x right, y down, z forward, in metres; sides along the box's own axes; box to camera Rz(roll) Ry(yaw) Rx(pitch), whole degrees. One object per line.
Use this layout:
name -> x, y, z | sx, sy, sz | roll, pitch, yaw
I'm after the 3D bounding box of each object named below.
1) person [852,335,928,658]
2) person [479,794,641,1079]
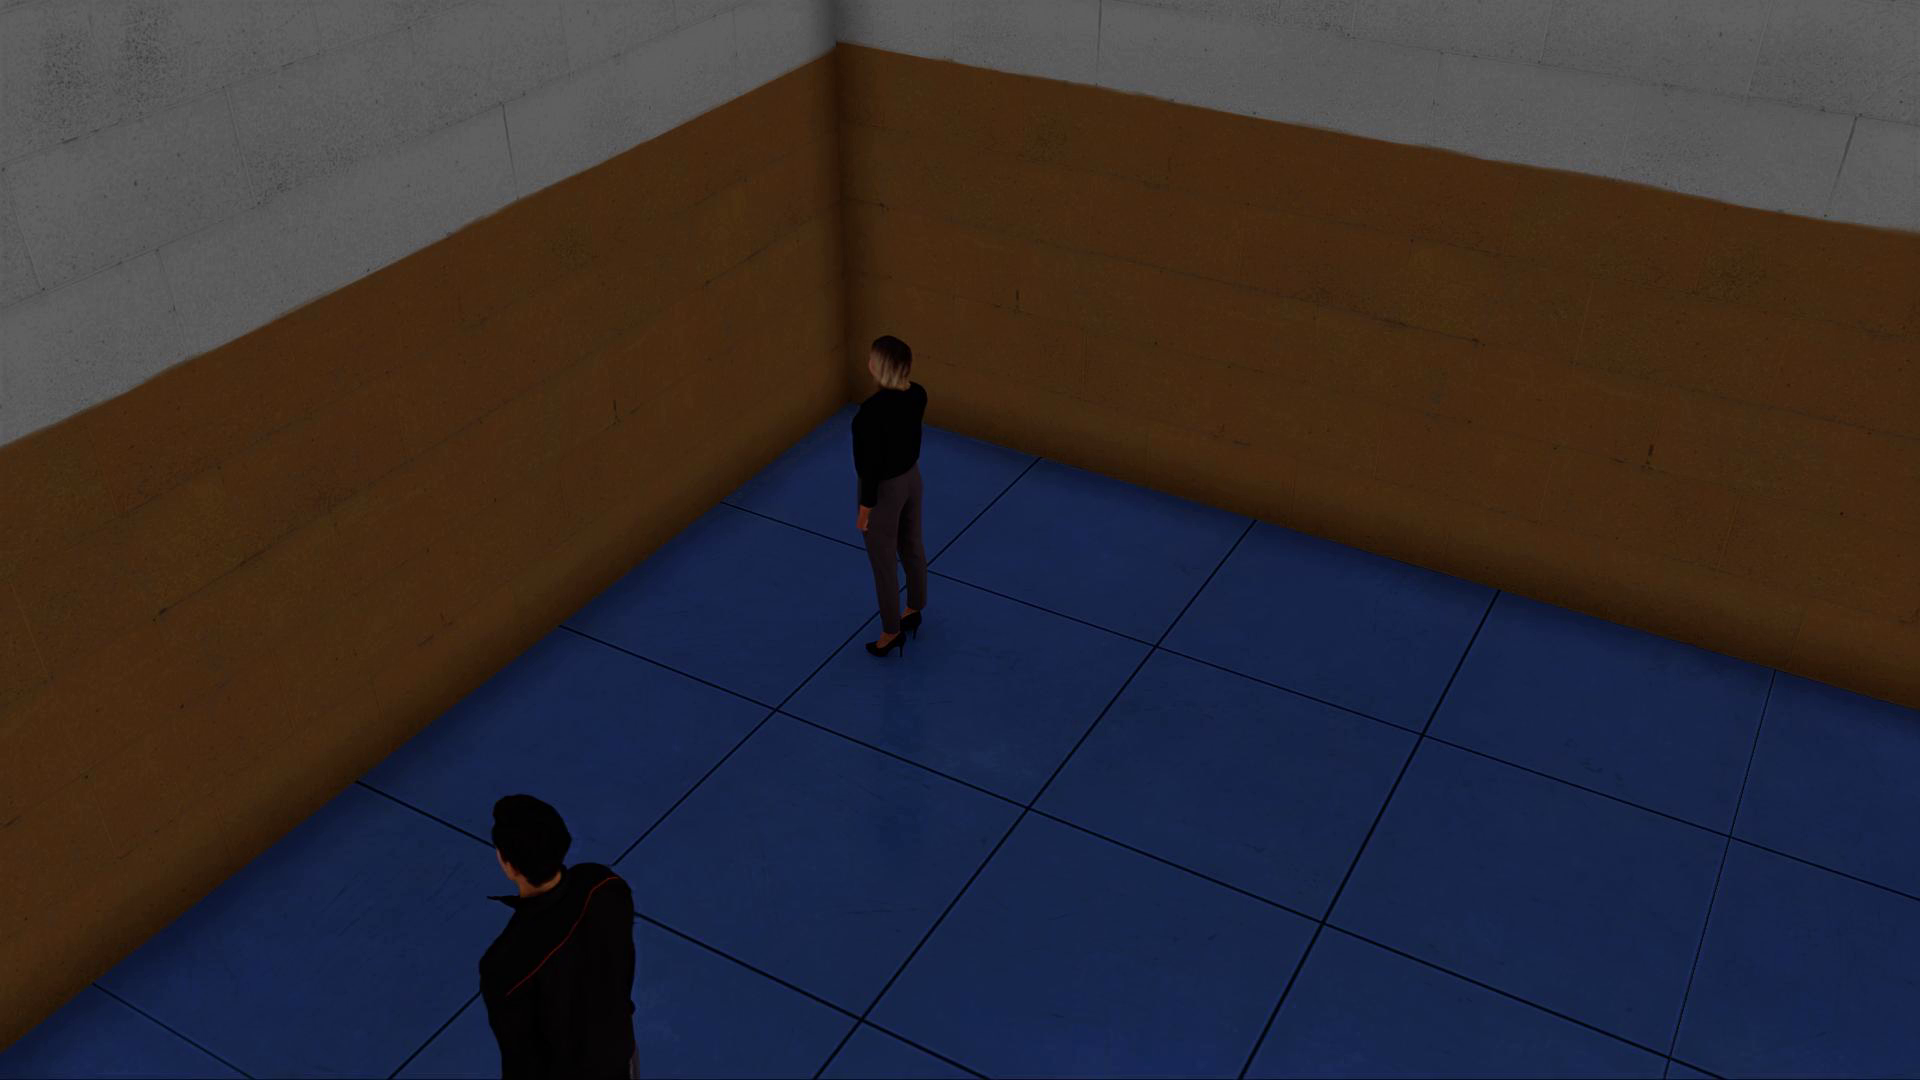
person -> -0.308, -0.188, 7.729 | 0.659, 1.672, 0.467 | 20, 39, 27
person -> -1.133, 1.520, 4.915 | 0.768, 1.945, 0.531 | 16, 37, 22
